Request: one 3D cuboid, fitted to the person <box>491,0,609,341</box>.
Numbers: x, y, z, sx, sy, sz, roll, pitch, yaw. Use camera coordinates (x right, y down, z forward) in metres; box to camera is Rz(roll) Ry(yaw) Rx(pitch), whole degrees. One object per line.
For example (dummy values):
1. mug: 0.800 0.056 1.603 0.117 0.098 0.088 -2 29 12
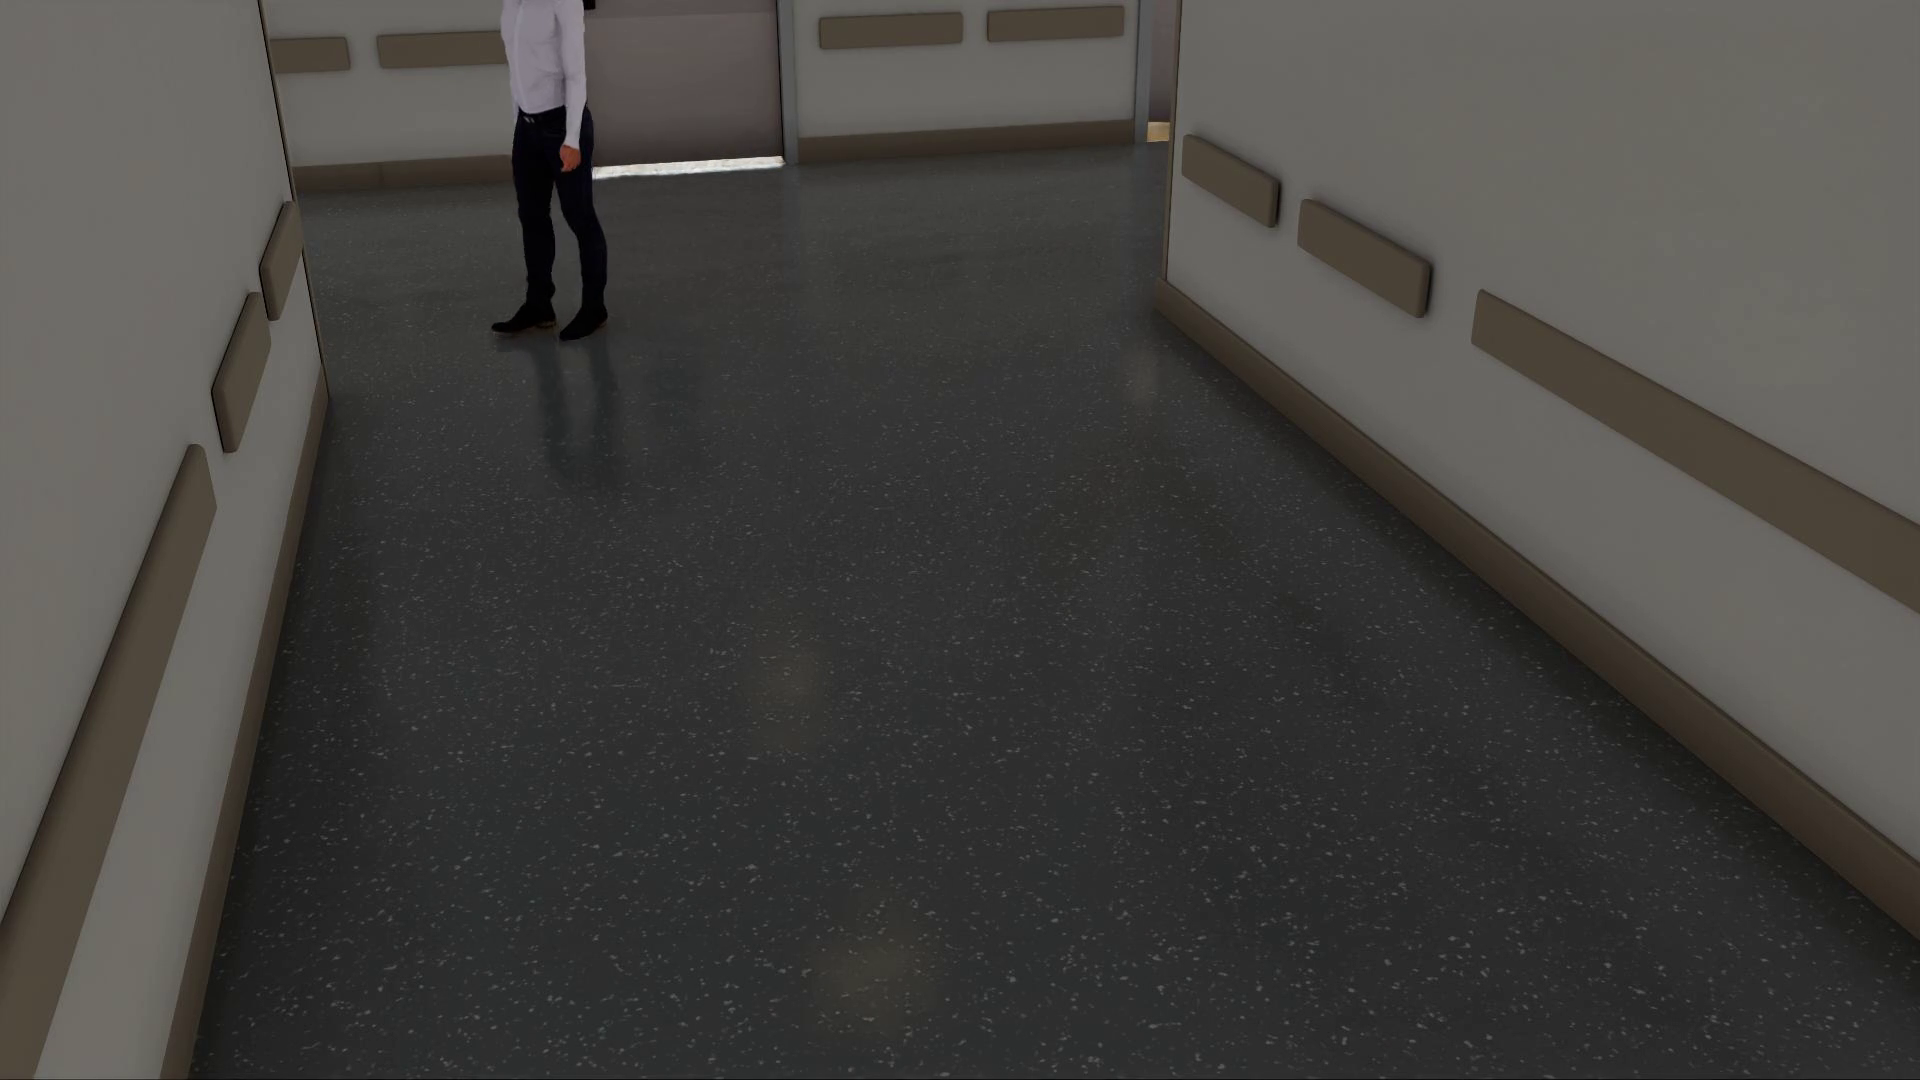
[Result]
1. person: -1.777 -1.841 7.387 0.805 1.864 0.868 18 31 33
